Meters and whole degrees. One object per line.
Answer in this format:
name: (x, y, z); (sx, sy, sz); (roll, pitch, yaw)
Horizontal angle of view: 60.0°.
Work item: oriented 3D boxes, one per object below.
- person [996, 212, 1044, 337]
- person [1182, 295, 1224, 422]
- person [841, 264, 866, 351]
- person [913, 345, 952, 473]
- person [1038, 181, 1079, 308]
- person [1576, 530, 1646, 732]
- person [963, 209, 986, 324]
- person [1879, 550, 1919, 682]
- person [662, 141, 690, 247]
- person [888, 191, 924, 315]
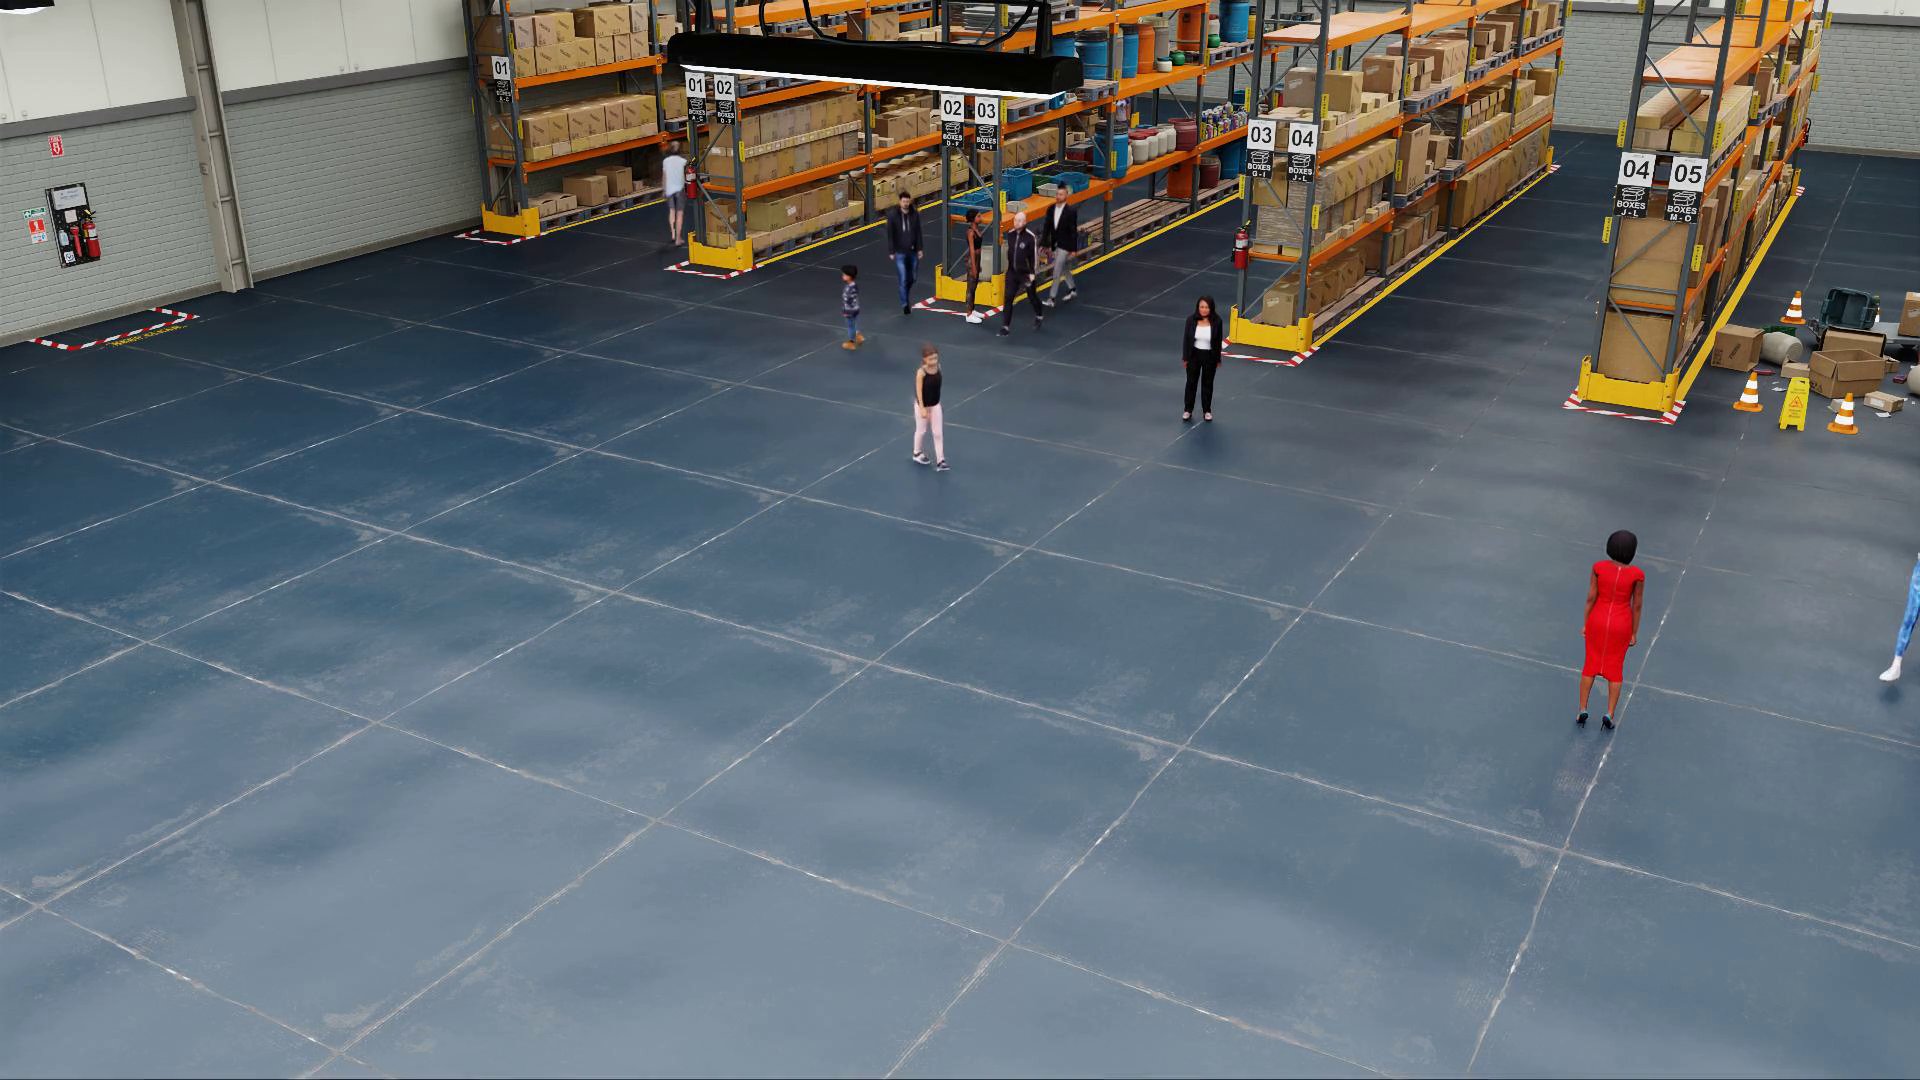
person: (0.963, -3.901, 24.390); (0.675, 1.782, 1.238); (13, 26, 29)
person: (3.031, -2.283, 20.797); (0.759, 1.616, 0.771); (2, 23, 4)
person: (-1.509, -3.317, 23.701); (0.613, 1.246, 0.541); (8, 24, 19)
person: (-0.390, -1.546, 19.204); (1.000, 1.506, 0.909); (-17, 28, -34)
person: (1.630, -4.608, 25.896); (0.920, 1.904, 1.290); (21, 31, 40)
person: (5.283, 0.732, 13.544); (0.580, 1.743, 0.507); (11, 26, 25)
person: (0.198, -4.158, 25.100); (0.696, 1.698, 0.569); (5, 23, 11)
person: (8.504, 0.365, 14.427); (1.318, 1.727, 0.932); (-16, 28, -32)
person: (-5.096, -6.162, 29.663); (0.775, 1.815, 0.835); (4, 23, 8)
person: (-0.841, -4.441, 25.553); (1.107, 1.866, 1.164); (-6, 24, -15)
